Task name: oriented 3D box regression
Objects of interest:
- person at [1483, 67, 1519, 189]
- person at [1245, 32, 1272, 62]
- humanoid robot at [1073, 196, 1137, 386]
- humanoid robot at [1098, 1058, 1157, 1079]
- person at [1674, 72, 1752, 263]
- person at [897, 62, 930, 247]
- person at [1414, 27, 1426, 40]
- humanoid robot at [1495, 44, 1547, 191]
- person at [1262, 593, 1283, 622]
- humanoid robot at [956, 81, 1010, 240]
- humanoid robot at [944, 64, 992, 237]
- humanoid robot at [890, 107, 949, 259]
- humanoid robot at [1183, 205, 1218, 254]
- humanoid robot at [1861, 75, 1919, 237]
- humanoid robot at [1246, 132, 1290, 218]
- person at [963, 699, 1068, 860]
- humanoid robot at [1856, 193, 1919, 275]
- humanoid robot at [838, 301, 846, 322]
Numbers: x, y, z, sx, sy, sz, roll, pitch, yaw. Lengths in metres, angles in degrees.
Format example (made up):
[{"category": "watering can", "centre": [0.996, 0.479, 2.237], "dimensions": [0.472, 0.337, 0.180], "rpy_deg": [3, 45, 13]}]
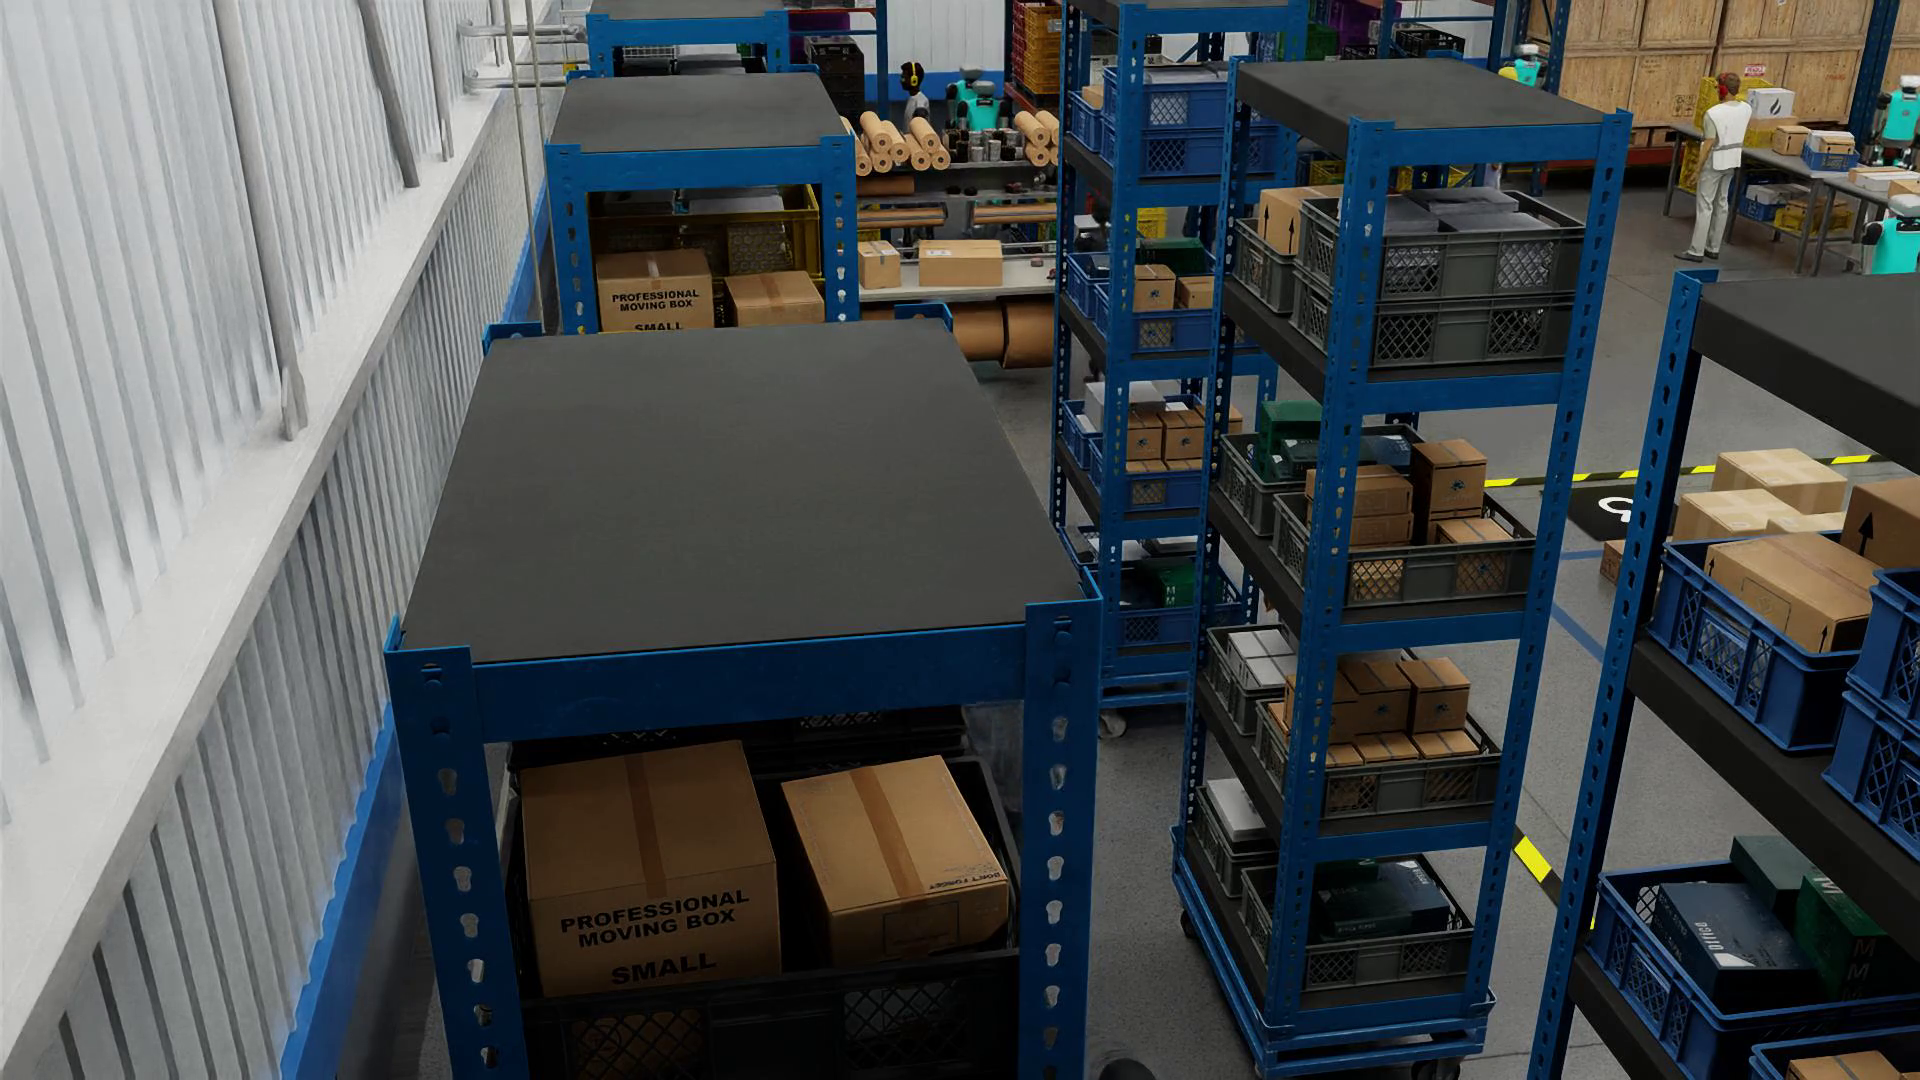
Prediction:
[{"category": "person", "centre": [5.523, -3.974, 17.143], "dimensions": [0.314, 1.767, 0.534], "rpy_deg": [6, 25, 13]}, {"category": "person", "centre": [3.320, -5.046, 19.204], "dimensions": [1.026, 1.987, 0.634], "rpy_deg": [-5, 25, -12]}, {"category": "humanoid robot", "centre": [1.123, -1.772, 12.511], "dimensions": [0.600, 1.618, 0.781], "rpy_deg": [-4, 25, -8]}, {"category": "humanoid robot", "centre": [0.394, 1.993, 4.342], "dimensions": [0.601, 1.636, 0.772], "rpy_deg": [-14, 28, -28]}, {"category": "person", "centre": [7.439, -3.649, 16.347], "dimensions": [0.565, 1.842, 0.390], "rpy_deg": [-13, 28, -25]}, {"category": "person", "centre": [-0.462, -3.869, 16.794], "dimensions": [0.313, 1.869, 0.533], "rpy_deg": [-5, 25, -11]}, {"category": "person", "centre": [5.207, -5.006, 19.312], "dimensions": [0.619, 1.834, 0.430], "rpy_deg": [-7, 26, -15]}, {"category": "humanoid robot", "centre": [6.146, -4.738, 18.921], "dimensions": [0.569, 1.826, 0.808], "rpy_deg": [-7, 26, -14]}, {"category": "person", "centre": [1.733, 0.191, 7.989], "dimensions": [0.593, 1.852, 0.367], "rpy_deg": [-2, 25, -3]}, {"category": "humanoid robot", "centre": [0.271, -3.488, 16.211], "dimensions": [0.544, 1.833, 0.817], "rpy_deg": [-5, 25, -11]}, {"category": "humanoid robot", "centre": [0.195, -3.922, 17.171], "dimensions": [0.531, 1.867, 0.697], "rpy_deg": [-13, 28, -27]}, {"category": "humanoid robot", "centre": [-0.410, -3.232, 15.631], "dimensions": [0.605, 1.643, 0.358], "rpy_deg": [-2, 25, -5]}, {"category": "humanoid robot", "centre": [2.410, -3.534, 16.284], "dimensions": [0.609, 1.650, 0.334], "rpy_deg": [4, 25, 8]}, {"category": "humanoid robot", "centre": [9.444, -3.850, 16.950], "dimensions": [0.540, 1.795, 0.825], "rpy_deg": [8, 26, 16]}, {"category": "humanoid robot", "centre": [2.940, -3.468, 16.136], "dimensions": [0.589, 1.654, 0.356], "rpy_deg": [5, 25, 11]}, {"category": "person", "centre": [0.190, 1.022, 6.358], "dimensions": [0.494, 1.707, 0.842], "rpy_deg": [-2, 25, -4]}, {"category": "humanoid robot", "centre": [6.638, -1.544, 11.734], "dimensions": [0.533, 1.680, 0.735], "rpy_deg": [0, 25, 0]}, {"category": "humanoid robot", "centre": [-0.830, -0.654, 9.955], "dimensions": [0.537, 1.721, 1.002], "rpy_deg": [-9, 26, -18]}]
